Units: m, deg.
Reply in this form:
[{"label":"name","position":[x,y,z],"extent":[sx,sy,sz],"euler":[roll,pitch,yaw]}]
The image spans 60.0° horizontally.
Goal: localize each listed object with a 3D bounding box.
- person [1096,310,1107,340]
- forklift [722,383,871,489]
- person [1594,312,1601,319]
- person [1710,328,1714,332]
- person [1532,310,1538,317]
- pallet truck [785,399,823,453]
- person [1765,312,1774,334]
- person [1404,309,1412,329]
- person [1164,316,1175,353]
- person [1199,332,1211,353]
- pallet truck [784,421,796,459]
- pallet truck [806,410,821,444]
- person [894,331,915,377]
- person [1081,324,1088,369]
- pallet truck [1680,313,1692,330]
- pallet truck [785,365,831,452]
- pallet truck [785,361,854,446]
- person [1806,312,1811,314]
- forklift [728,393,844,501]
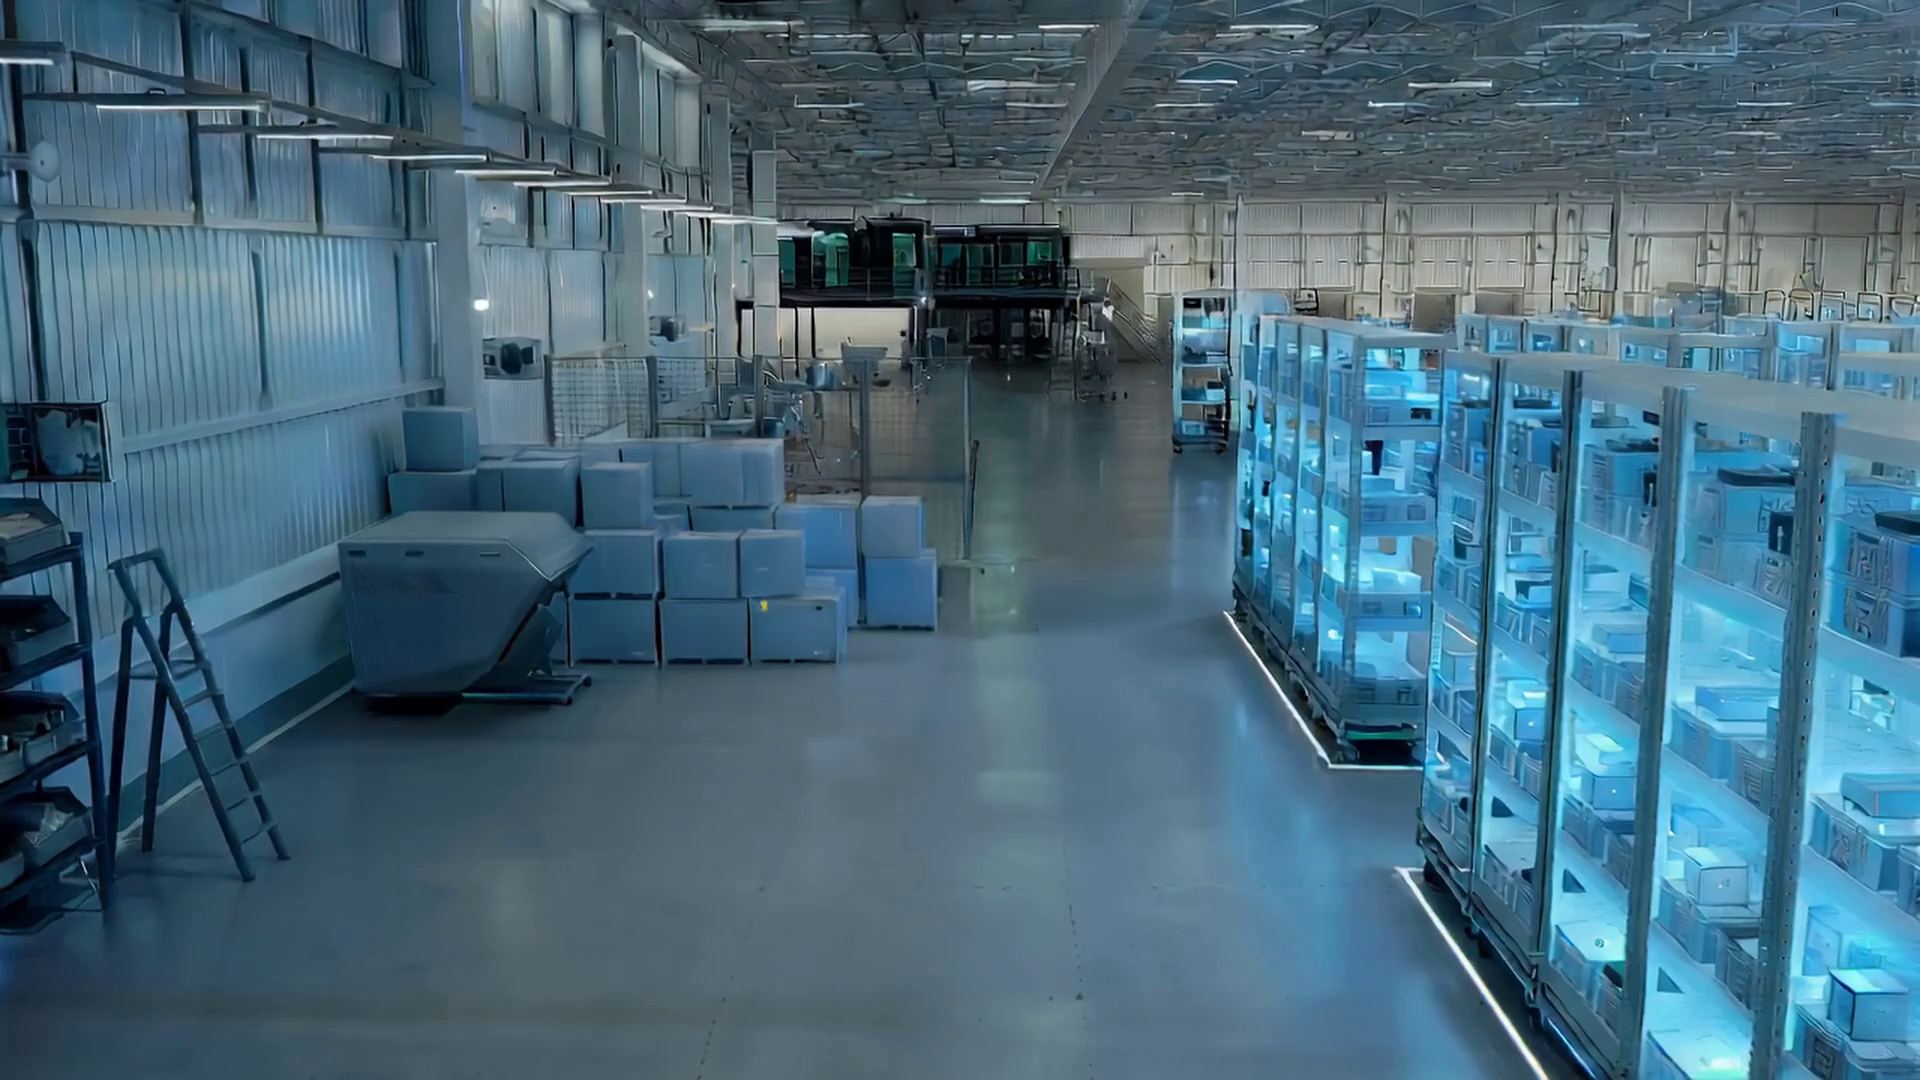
[{"label":"person","position":[8.267,-12.654,97.574],"extent":[0.906,1.910,0.629],"euler":[0,9,-3]},{"label":"forklift","position":[-2.893,-1.687,28.729],"extent":[2.680,1.987,1.157],"euler":[0,9,-1]},{"label":"person","position":[35.746,-11.881,93.199],"extent":[0.942,1.796,0.633],"euler":[7,11,36]},{"label":"person","position":[31.648,-8.175,69.939],"extent":[0.559,1.923,0.599],"euler":[4,10,21]},{"label":"person","position":[32.704,-12.165,94.798],"extent":[0.537,1.845,0.759],"euler":[7,12,38]},{"label":"pallet truck","position":[-3.814,-2.432,36.419],"extent":[1.630,1.274,0.653],"euler":[0,9,1]},{"label":"person","position":[41.053,-10.536,84.138],"extent":[0.688,2.000,0.786],"euler":[0,9,-3]},{"label":"person","position":[25.385,-12.143,94.442],"extent":[0.589,1.918,0.393],"euler":[-7,12,-38]},{"label":"person","position":[10.465,-10.271,83.104],"extent":[0.611,1.839,0.941],"euler":[2,9,12]},{"label":"person","position":[11.446,-9.407,77.793],"extent":[0.604,1.832,0.983],"euler":[-1,9,-7]},{"label":"pallet truck","position":[-4.013,-1.793,32.705],"extent":[1.601,1.201,0.680],"euler":[0,9,1]},{"label":"pallet truck","position":[-3.559,-2.018,33.905],"extent":[1.522,1.261,0.704],"euler":[0,9,-1]},{"label":"person","position":[-2.127,-7.171,64.136],"extent":[0.948,1.809,0.530],"euler":[3,10,15]},{"label":"person","position":[5.273,-8.155,69.829],"extent":[0.392,1.920,0.592],"euler":[1,9,9]},{"label":"pallet truck","position":[36.315,-10.531,84.244],"extent":[0.823,1.965,1.885],"euler":[-6,11,-33]},{"label":"pallet truck","position":[-3.774,-2.976,37.635],"extent":[1.885,1.965,0.823],"euler":[1,9,5]},{"label":"pallet truck","position":[-3.410,-3.193,38.978],"extent":[1.885,1.965,0.823],"euler":[0,9,-1]},{"label":"person","position":[44.873,-11.130,88.152],"extent":[0.367,1.931,0.630],"euler":[2,9,13]},{"label":"forklift","position":[-2.979,-1.316,26.476],"extent":[2.680,1.987,1.157],"euler":[0,9,1]}]
